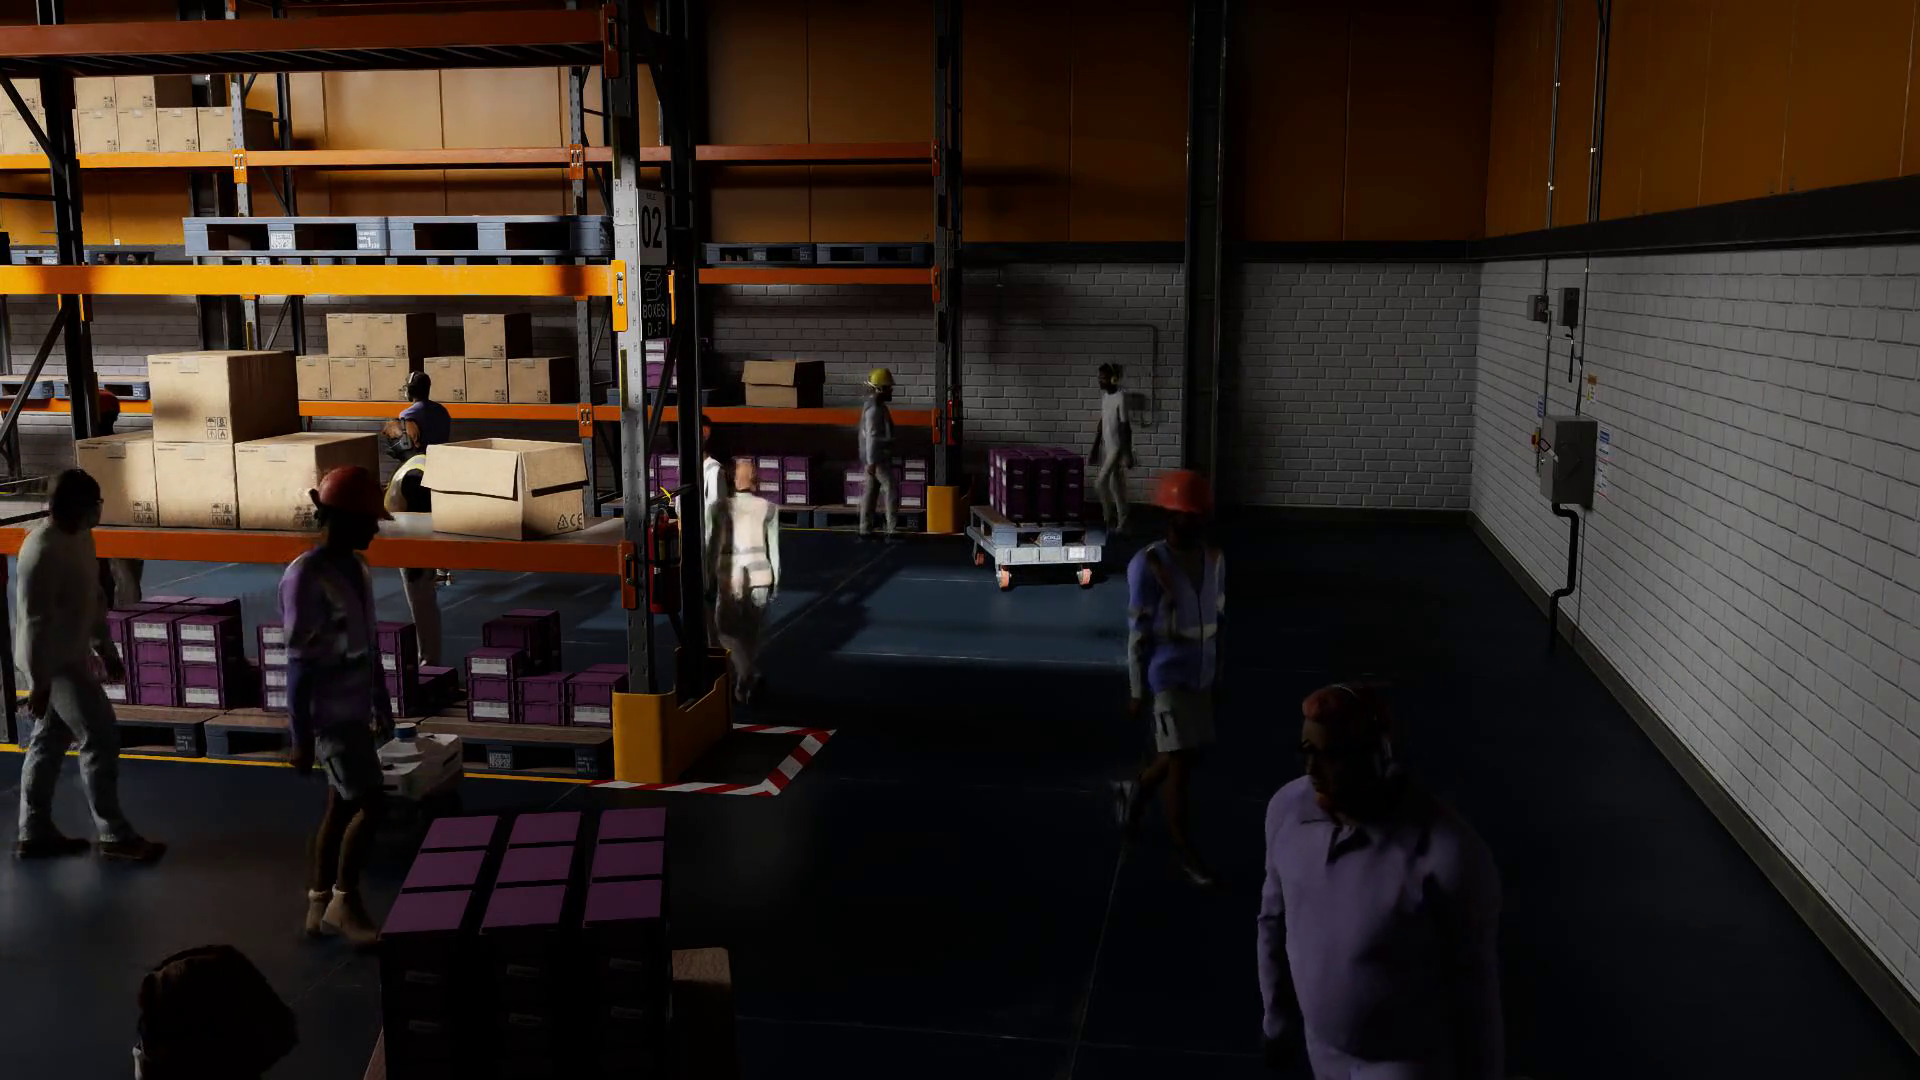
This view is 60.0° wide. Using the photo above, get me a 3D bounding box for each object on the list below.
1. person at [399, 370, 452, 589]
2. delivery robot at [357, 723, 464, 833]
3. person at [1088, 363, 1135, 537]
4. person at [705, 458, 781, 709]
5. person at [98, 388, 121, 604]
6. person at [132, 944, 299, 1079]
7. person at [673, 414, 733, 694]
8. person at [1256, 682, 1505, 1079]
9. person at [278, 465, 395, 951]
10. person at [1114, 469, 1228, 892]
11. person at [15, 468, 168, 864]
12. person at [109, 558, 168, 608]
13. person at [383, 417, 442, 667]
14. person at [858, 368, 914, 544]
[{"bbox_3d":[-4.717,-0.523,14.643,0.358,1.938,0.636,3,10,16],"label":"person"},{"bbox_3d":[-2.738,1.151,8.253,0.477,0.478,0.707,1,9,4],"label":"delivery robot"},{"bbox_3d":[1.547,-0.930,17.473,0.648,1.843,0.514,-2,9,-13],"label":"person"},{"bbox_3d":[-1.356,0.292,10.596,0.528,1.618,0.572,-5,10,-29],"label":"person"},{"bbox_3d":[-6.319,-0.155,12.349,0.544,1.943,0.347,9,13,43],"label":"person"},{"bbox_3d":[-1.285,1.508,2.989,0.268,1.632,0.507,-6,11,-32],"label":"person"},{"bbox_3d":[-1.677,0.113,10.863,0.337,1.883,0.584,-5,10,-28],"label":"person"},{"bbox_3d":[1.098,1.219,4.174,0.931,1.849,0.653,-6,11,-33],"label":"person"},{"bbox_3d":[-2.500,0.701,6.813,0.594,2.011,0.651,1,9,3],"label":"person"},{"bbox_3d":[0.971,0.606,7.729,0.548,1.916,0.796,-6,11,-34],"label":"person"},{"bbox_3d":[-4.131,0.601,7.811,0.788,1.893,0.619,-3,10,-16],"label":"person"},{"bbox_3d":[-5.895,0.072,11.936,0.745,1.606,0.546,3,10,19],"label":"person"},{"bbox_3d":[-3.671,0.091,11.168,0.429,1.837,0.628,-4,10,-21],"label":"person"},{"bbox_3d":[-0.727,-0.854,17.083,0.705,1.807,0.627,0,9,-2],"label":"person"}]
